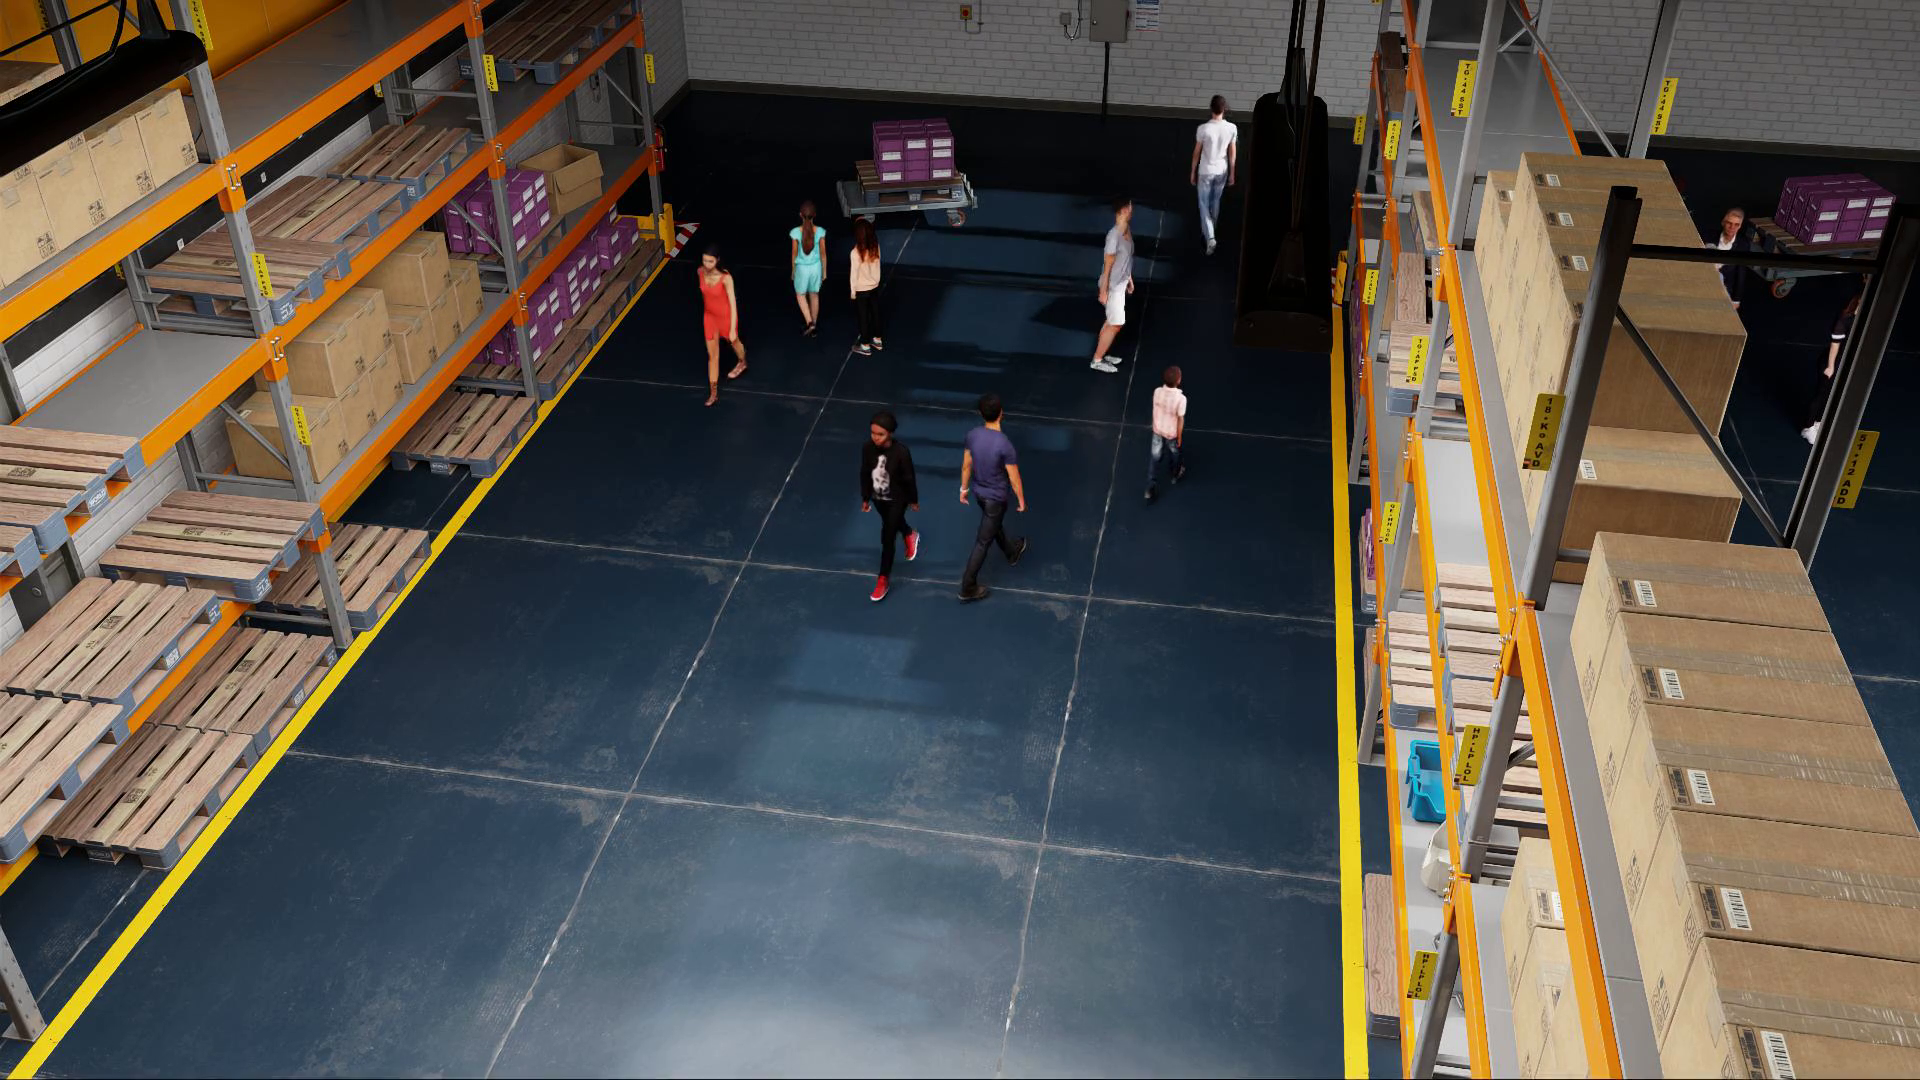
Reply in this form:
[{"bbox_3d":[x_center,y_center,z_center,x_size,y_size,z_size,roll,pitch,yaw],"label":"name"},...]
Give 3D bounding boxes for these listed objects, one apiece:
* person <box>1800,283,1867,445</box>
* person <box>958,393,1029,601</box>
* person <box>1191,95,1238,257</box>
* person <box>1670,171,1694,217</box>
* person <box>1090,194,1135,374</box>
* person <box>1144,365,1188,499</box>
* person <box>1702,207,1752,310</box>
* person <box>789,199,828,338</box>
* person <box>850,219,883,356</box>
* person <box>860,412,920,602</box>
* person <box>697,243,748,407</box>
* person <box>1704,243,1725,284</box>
[{"bbox_3d":[8.360,-1.701,15.821,0.714,1.637,0.769,-19,38,-26],"label":"person"},{"bbox_3d":[0.190,-0.299,13.635,1.087,1.722,1.269,29,43,36],"label":"person"},{"bbox_3d":[2.980,-4.239,19.475,0.929,1.820,1.255,-5,34,-8],"label":"person"},{"bbox_3d":[7.415,-3.032,17.713,0.665,1.759,0.939,15,36,21],"label":"person"},{"bbox_3d":[1.534,-2.591,17.011,0.865,1.801,0.568,19,38,26],"label":"person"},{"bbox_3d":[1.832,-0.961,15.022,0.703,1.289,0.961,17,37,24],"label":"person"},{"bbox_3d":[7.679,-2.558,16.955,0.763,1.809,0.717,17,37,23],"label":"person"},{"bbox_3d":[-1.596,-2.833,17.604,0.709,1.548,0.833,-7,34,-11],"label":"person"},{"bbox_3d":[-0.979,-2.656,17.398,0.692,1.482,0.578,24,40,31],"label":"person"},{"bbox_3d":[-0.545,-0.379,13.836,0.837,1.633,1.207,15,36,21],"label":"person"},{"bbox_3d":[-2.357,-2.217,16.591,0.716,1.643,1.234,13,36,19],"label":"person"},{"bbox_3d":[7.253,-2.056,16.291,0.748,1.708,0.798,-11,35,-16],"label":"person"}]
